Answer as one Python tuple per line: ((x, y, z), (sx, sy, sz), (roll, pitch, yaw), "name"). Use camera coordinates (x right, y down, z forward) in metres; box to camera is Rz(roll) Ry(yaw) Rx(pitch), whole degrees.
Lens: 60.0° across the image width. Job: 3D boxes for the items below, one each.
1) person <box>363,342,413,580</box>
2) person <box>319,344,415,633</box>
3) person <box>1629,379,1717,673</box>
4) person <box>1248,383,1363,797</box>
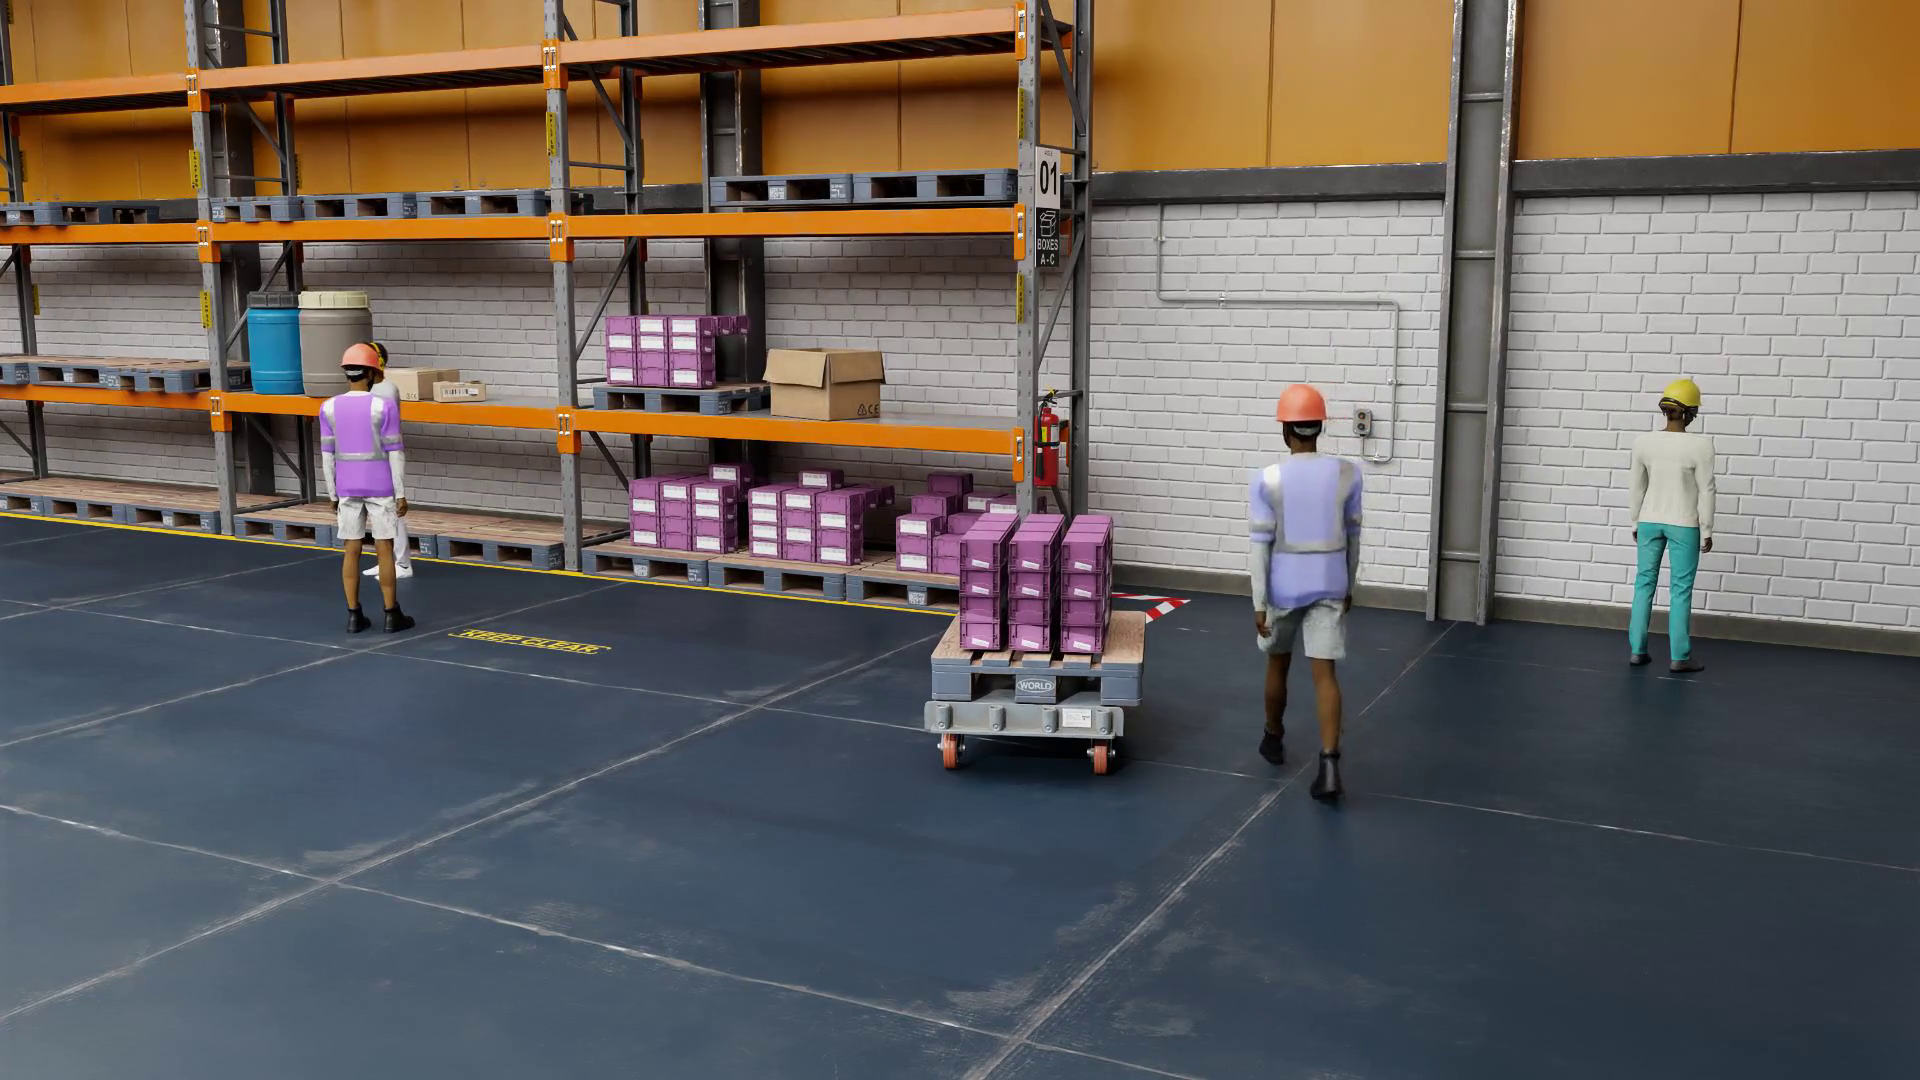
((-4.516, -0.616, 13.014), (0.321, 1.860, 0.520), (-7, 11, -36), "person")
((-3.940, -0.335, 11.062), (0.542, 1.928, 0.375), (1, 9, 3), "person")
((4.285, -0.085, 10.017), (0.313, 1.768, 0.527), (-8, 12, -40), "person")
((1.608, 0.217, 7.765), (0.542, 1.899, 0.977), (0, 9, 3), "person")
